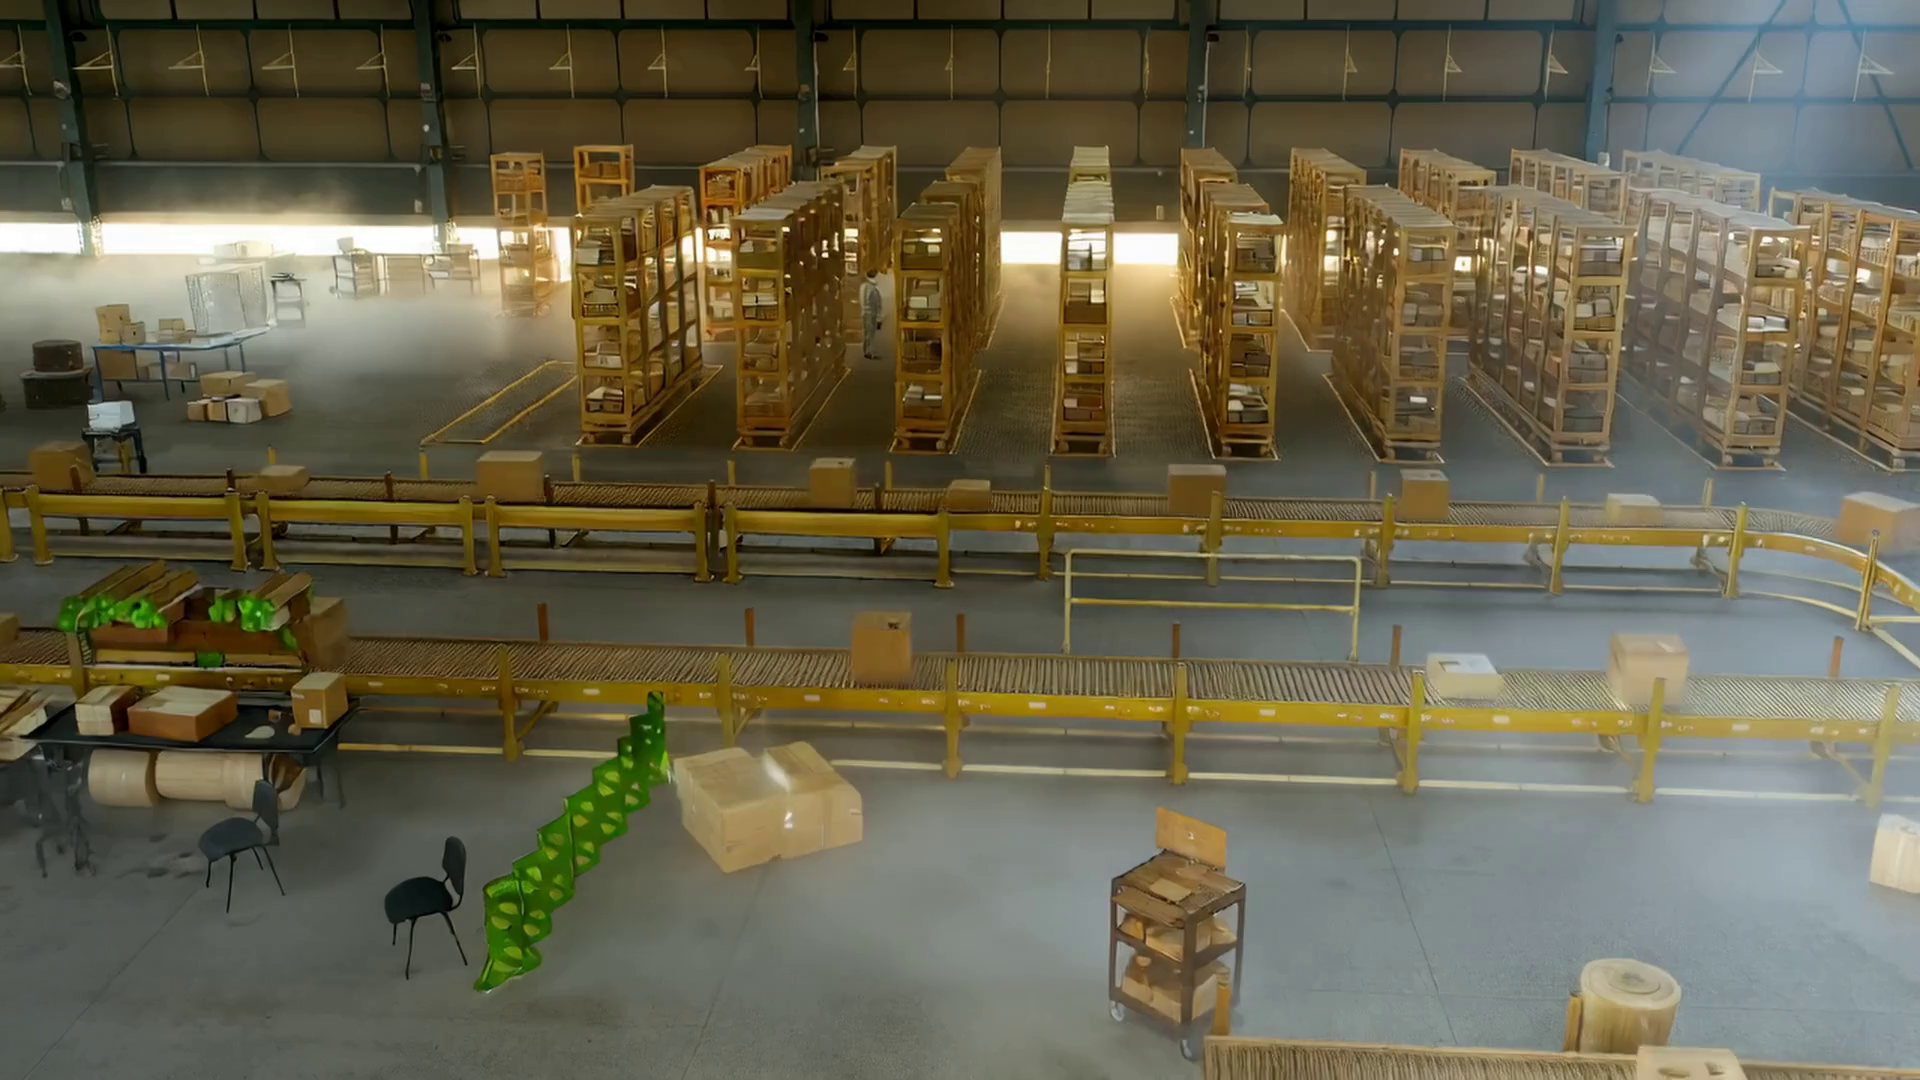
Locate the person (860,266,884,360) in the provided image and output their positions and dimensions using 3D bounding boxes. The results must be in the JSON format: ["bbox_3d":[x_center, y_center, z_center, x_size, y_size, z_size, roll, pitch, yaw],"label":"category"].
[{"bbox_3d":[-1.735,-4.465,32.727,0.404,1.830,0.599,-11,21,-31],"label":"person"}]
